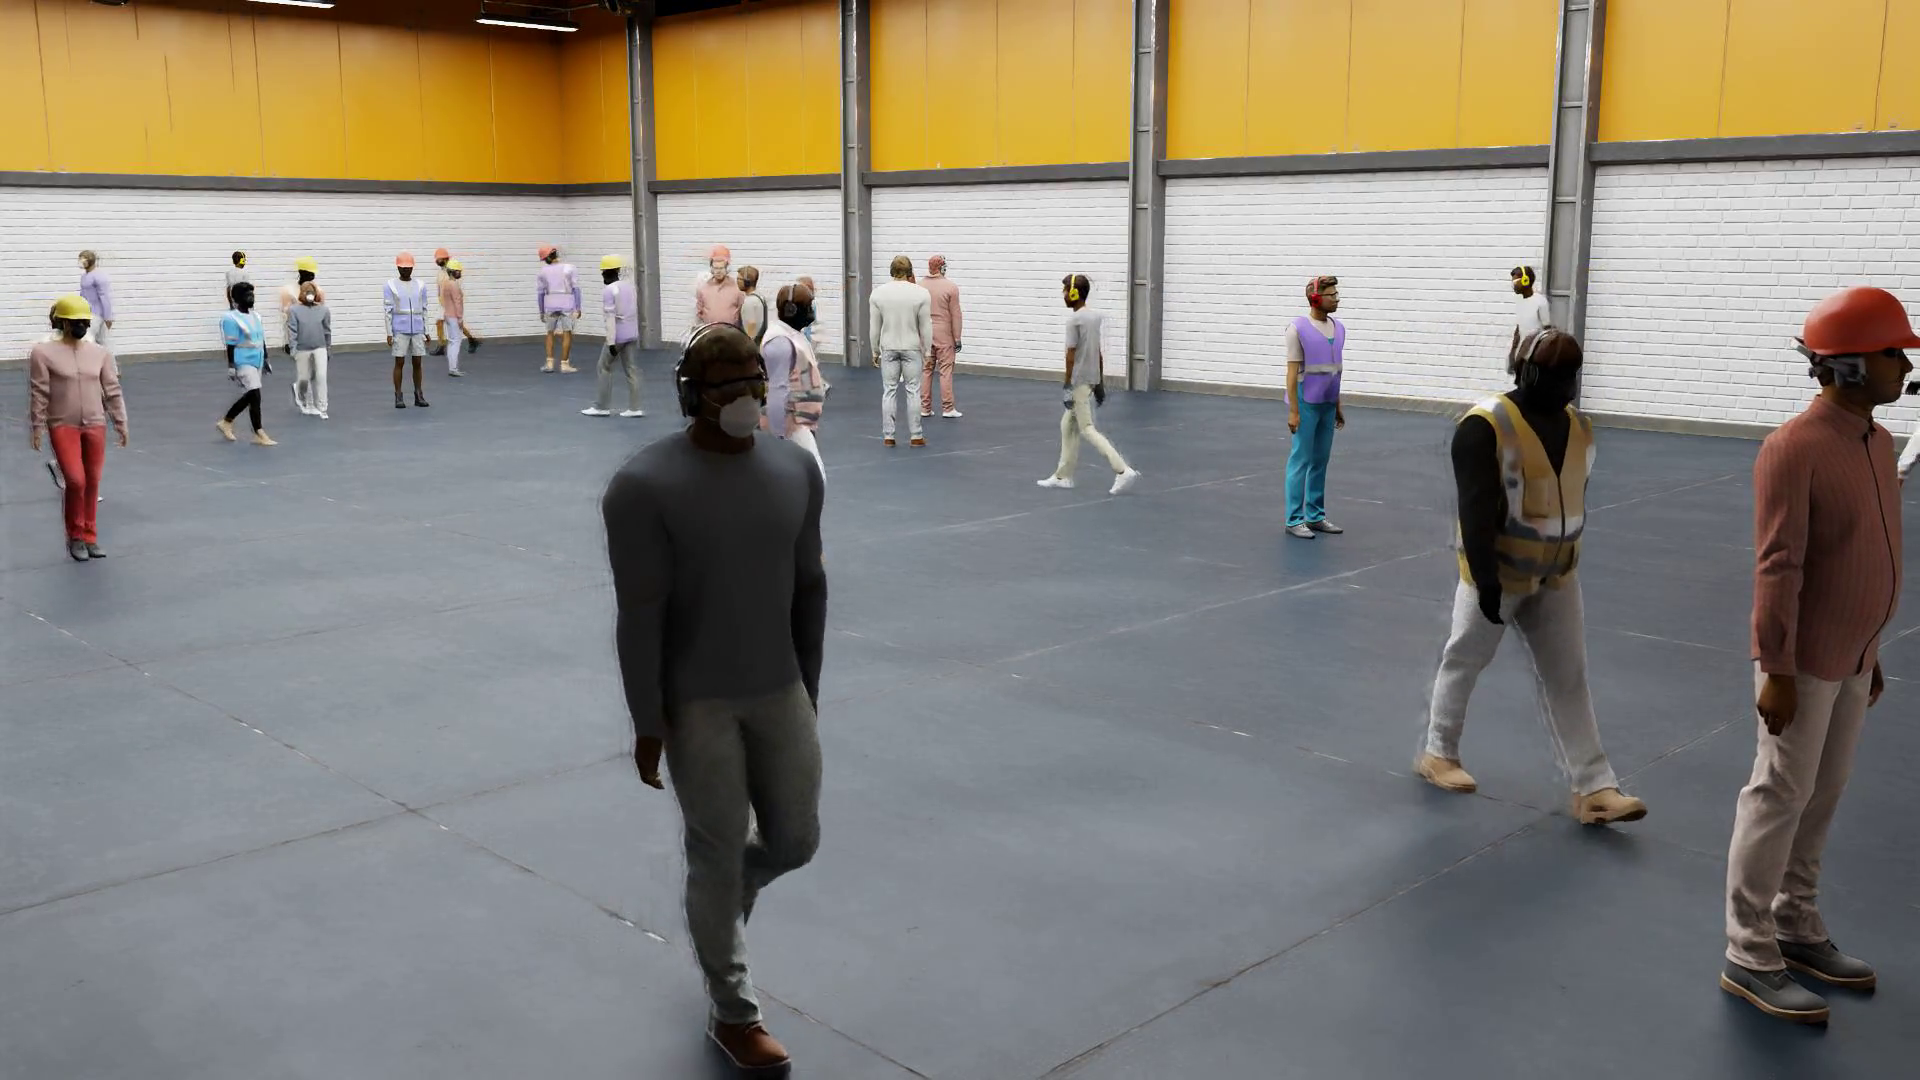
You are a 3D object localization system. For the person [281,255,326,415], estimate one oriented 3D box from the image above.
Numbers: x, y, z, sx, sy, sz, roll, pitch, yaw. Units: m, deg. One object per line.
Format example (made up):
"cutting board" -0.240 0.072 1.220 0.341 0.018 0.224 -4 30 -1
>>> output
"person" -7.882 -2.453 19.911 0.649 1.900 0.621 7 12 32

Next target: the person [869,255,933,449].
"person" -0.587 -1.879 16.673 0.634 1.936 0.351 2 11 8

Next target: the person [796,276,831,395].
"person" -1.877 -2.478 20.775 0.404 1.621 0.534 -1 10 -7

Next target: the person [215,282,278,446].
"person" -7.339 -1.793 16.962 0.746 1.678 0.534 2 11 9

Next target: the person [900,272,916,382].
"person" -0.754 -3.123 24.282 0.497 1.634 0.279 1 10 3

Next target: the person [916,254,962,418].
"person" -0.252 -2.379 19.484 0.641 1.908 0.408 5 12 26

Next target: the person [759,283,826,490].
"person" -1.045 -0.731 10.721 0.507 1.822 0.662 0 10 3

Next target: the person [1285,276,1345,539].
"person" 2.511 -0.944 11.817 0.570 1.847 0.383 -9 14 -40

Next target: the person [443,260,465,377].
"person" -7.675 -3.351 25.242 0.381 1.781 0.540 -7 13 -35

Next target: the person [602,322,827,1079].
"person" -0.614 0.398 4.308 0.632 1.928 0.536 -8 13 -36

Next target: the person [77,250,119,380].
"person" -12.670 -3.230 24.117 0.830 1.909 0.640 -9 14 -40

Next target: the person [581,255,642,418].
"person" -4.097 -2.381 19.505 0.839 1.892 0.615 4 11 20

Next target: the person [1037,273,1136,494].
"person" 1.067 -1.296 13.829 0.913 1.829 0.530 6 12 29

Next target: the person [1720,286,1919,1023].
"person" 2.378 0.307 4.587 0.622 1.995 0.374 -9 13 -39

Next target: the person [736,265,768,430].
"person" -2.097 -1.947 17.358 0.547 1.832 0.517 1 10 7

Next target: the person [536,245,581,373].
"person" -6.243 -3.570 25.801 0.694 1.992 0.418 0 10 -1

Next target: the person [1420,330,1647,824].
"person" 2.088 0.134 6.107 0.641 1.788 0.974 -4 11 -21

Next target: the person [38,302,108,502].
"person" -7.182 -1.121 13.397 0.626 1.618 0.520 4 11 21

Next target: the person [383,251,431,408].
"person" -6.832 -2.600 20.610 0.550 1.933 0.374 -8 13 -36

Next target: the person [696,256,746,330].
"person" -2.925 -2.557 20.532 0.650 1.883 0.822 -1 10 -3

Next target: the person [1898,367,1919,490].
"person" 8.177 -1.295 13.870 0.938 1.796 0.634 5 11 25

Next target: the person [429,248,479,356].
"person" -9.072 -4.247 29.659 0.539 1.915 0.854 8 13 38

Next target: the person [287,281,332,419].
"person" -7.614 -2.231 19.479 0.500 1.610 0.651 -6 12 -29

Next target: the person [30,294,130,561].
"person" -5.741 -0.729 10.894 0.514 1.746 0.561 8 13 37

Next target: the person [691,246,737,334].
"person" -3.171 -2.878 22.002 0.625 1.975 1.078 -10 14 -42

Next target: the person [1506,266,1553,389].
"person" 5.710 -1.817 16.658 0.876 1.818 0.540 -1 10 -5

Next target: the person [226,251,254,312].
"person" -12.084 -3.917 27.990 0.519 1.865 0.328 4 11 20
